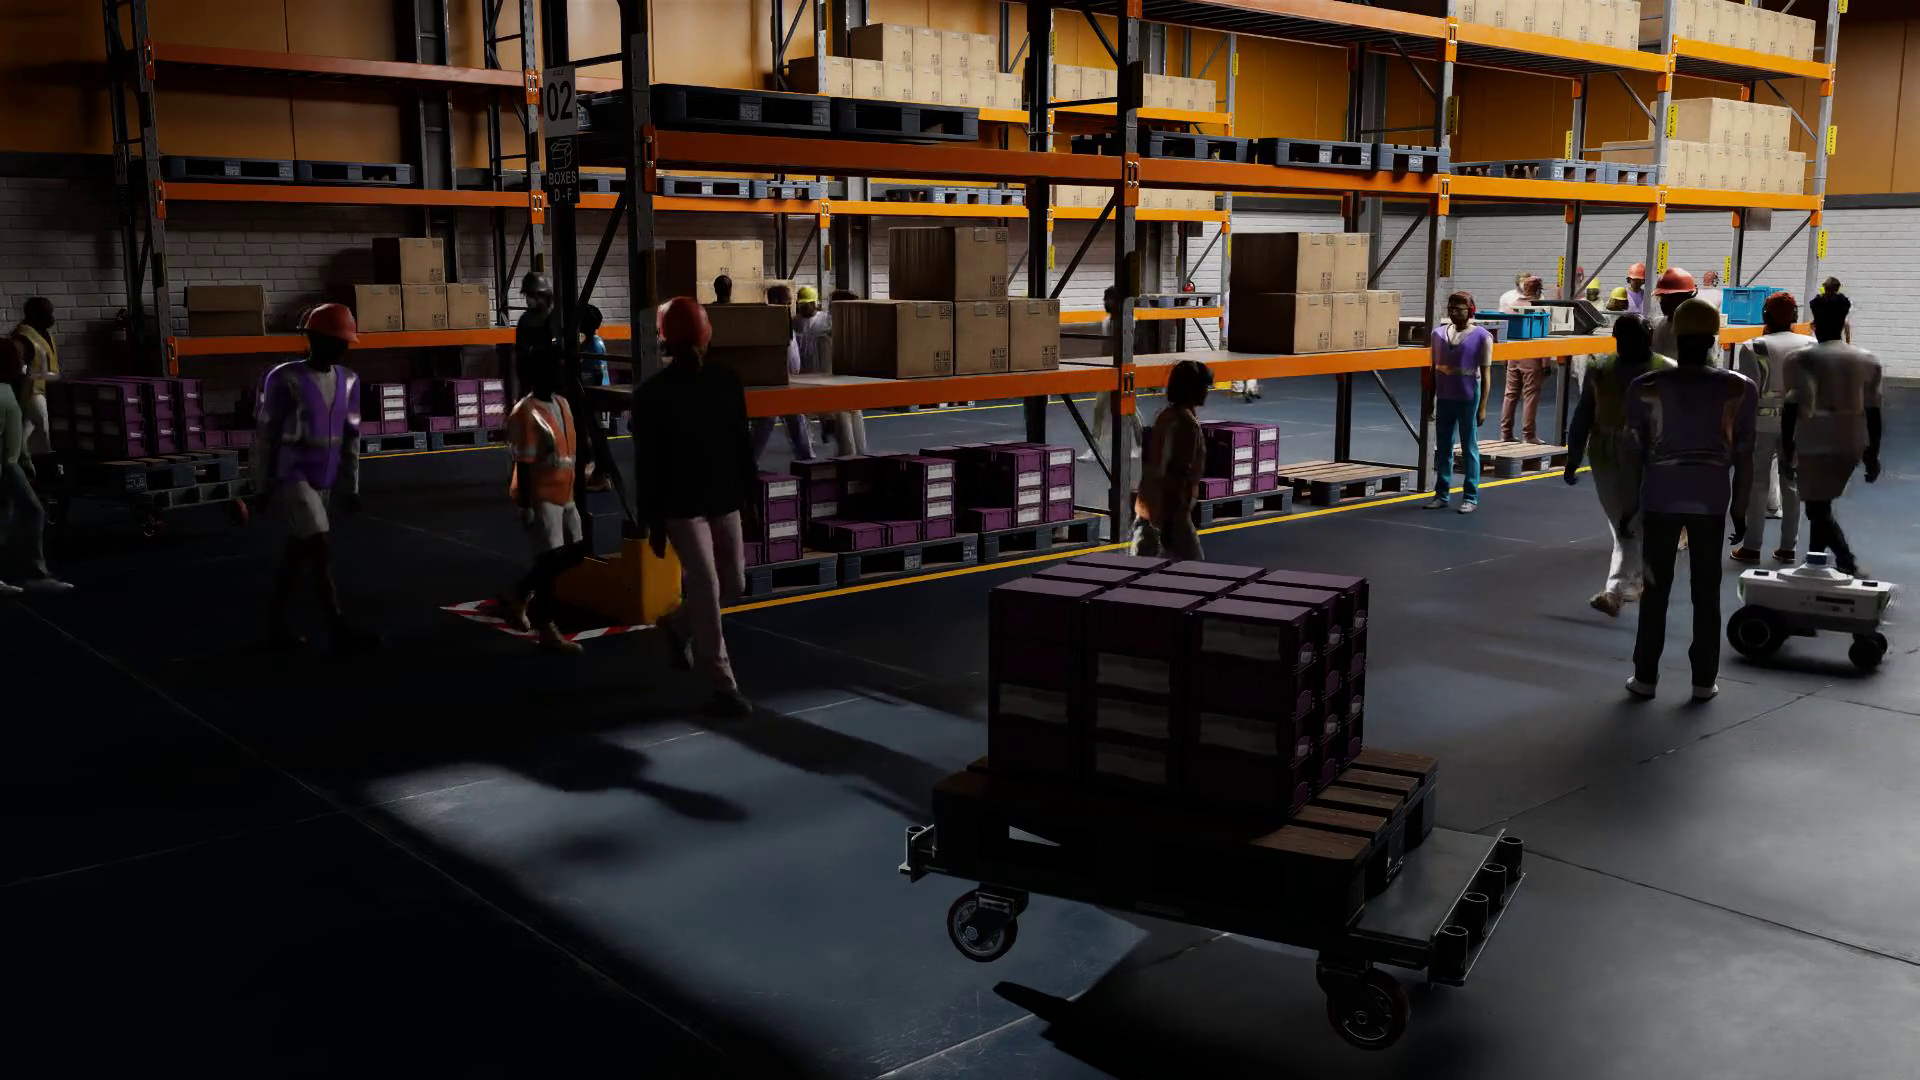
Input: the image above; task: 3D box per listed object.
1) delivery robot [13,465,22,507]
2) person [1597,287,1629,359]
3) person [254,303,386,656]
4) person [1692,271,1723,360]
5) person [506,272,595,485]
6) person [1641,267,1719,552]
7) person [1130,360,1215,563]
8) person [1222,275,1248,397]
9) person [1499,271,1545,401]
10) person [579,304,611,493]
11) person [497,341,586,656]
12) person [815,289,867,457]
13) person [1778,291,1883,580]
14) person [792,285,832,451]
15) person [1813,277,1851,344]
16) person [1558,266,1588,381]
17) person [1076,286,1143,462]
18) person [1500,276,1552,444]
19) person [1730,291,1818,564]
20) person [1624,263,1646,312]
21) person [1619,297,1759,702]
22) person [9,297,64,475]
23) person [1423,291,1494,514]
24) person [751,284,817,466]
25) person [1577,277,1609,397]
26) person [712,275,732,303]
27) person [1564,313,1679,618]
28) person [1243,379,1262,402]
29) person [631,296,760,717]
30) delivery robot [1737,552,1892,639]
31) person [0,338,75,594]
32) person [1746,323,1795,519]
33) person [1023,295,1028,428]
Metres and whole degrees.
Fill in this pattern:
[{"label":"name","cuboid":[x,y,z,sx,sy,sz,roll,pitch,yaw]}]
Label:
[{"label":"delivery robot","cuboid":[-7.675,-0.443,13.200,0.477,0.478,0.707,2,10,11]},{"label":"person","cuboid":[8.192,-2.291,20.829,0.489,1.741,0.322,-3,10,-19]},{"label":"person","cuboid":[-3.413,-0.317,8.896,0.908,1.869,0.548,4,10,22]},{"label":"person","cuboid":[11.225,-3.082,24.978,0.408,1.908,0.646,-8,13,-39]},{"label":"person","cuboid":[-3.879,-1.570,15.732,0.678,2.000,1.031,4,10,22]},{"label":"person","cuboid":[5.110,-0.932,11.987,0.394,2.042,0.611,-6,11,-30]},{"label":"person","cuboid":[1.089,-0.114,8.506,0.878,1.591,0.543,-2,10,-12]},{"label":"person","cuboid":[4.204,-3.115,25.124,0.391,1.925,0.642,9,13,44]},{"label":"person","cuboid":[8.051,-2.893,23.886,0.632,1.890,0.999,3,10,17]},{"label":"person","cuboid":[-3.313,-1.274,15.002,0.320,1.697,0.532,-4,10,-21]},{"label":"person","cuboid":[-2.260,-0.225,8.878,0.468,1.680,0.545,2,10,13]},{"label":"person","cuboid":[-0.929,-1.025,13.043,0.694,1.872,0.586,5,11,26]},{"label":"person","cuboid":[5.441,-0.575,10.299,0.615,1.917,0.911,-1,10,-4]},{"label":"person","cuboid":[-1.610,-1.870,18.152,0.598,1.812,0.519,2,10,11]},{"label":"person","cuboid":[11.181,-2.469,21.551,0.555,1.846,0.767,1,10,7]},{"label":"person","cuboid":[10.419,-3.658,28.201,0.607,1.961,0.577,9,13,43]},{"label":"person","cuboid":[1.639,-1.727,17.310,0.967,1.827,0.538,-8,13,-41]},{"label":"person","cuboid":[6.435,-2.026,18.833,0.395,1.900,0.649,-6,12,-33]},{"label":"person","cuboid":[5.614,-0.764,11.473,0.573,1.883,0.354,0,10,1]},{"label":"person","cuboid":[8.872,-2.624,21.931,0.611,2.031,0.405,0,10,-3]},{"label":"person","cuboid":[3.463,-0.186,7.952,0.588,1.930,0.363,3,10,17]},{"label":"person","cuboid":[-8.382,-1.292,14.946,0.897,1.778,0.655,-3,10,-16]},{"label":"person","cuboid":[4.153,-1.139,13.825,0.389,1.837,0.564,-8,13,-39]},{"label":"person","cuboid":[-1.665,-1.473,15.703,0.908,1.860,0.668,2,10,13]},{"label":"person","cuboid":[9.252,-2.944,24.407,0.616,1.822,0.421,2,10,12]},{"label":"person","cuboid":[-2.534,-1.875,17.878,0.596,1.918,0.386,1,10,8]},{"label":"person","cuboid":[3.980,-0.459,9.979,0.650,1.782,0.983,9,13,44]},{"label":"person","cuboid":[4.290,-2.906,24.285,0.598,1.807,0.837,7,12,35]},{"label":"person","cuboid":[-1.287,-0.164,7.782,0.748,1.946,0.666,9,14,44]},{"label":"delivery robot","cuboid":[4.524,0.307,8.813,0.707,0.478,0.477,7,12,34]},{"label":"person","cuboid":[-5.898,-0.456,10.446,0.668,1.605,0.513,-5,11,-25]},{"label":"person","cuboid":[6.585,-0.991,13.517,0.307,1.639,0.525,-3,10,-16]},{"label":"person","cuboid":[0.899,-2.223,20.380,0.533,1.751,0.406,3,10,19]}]
